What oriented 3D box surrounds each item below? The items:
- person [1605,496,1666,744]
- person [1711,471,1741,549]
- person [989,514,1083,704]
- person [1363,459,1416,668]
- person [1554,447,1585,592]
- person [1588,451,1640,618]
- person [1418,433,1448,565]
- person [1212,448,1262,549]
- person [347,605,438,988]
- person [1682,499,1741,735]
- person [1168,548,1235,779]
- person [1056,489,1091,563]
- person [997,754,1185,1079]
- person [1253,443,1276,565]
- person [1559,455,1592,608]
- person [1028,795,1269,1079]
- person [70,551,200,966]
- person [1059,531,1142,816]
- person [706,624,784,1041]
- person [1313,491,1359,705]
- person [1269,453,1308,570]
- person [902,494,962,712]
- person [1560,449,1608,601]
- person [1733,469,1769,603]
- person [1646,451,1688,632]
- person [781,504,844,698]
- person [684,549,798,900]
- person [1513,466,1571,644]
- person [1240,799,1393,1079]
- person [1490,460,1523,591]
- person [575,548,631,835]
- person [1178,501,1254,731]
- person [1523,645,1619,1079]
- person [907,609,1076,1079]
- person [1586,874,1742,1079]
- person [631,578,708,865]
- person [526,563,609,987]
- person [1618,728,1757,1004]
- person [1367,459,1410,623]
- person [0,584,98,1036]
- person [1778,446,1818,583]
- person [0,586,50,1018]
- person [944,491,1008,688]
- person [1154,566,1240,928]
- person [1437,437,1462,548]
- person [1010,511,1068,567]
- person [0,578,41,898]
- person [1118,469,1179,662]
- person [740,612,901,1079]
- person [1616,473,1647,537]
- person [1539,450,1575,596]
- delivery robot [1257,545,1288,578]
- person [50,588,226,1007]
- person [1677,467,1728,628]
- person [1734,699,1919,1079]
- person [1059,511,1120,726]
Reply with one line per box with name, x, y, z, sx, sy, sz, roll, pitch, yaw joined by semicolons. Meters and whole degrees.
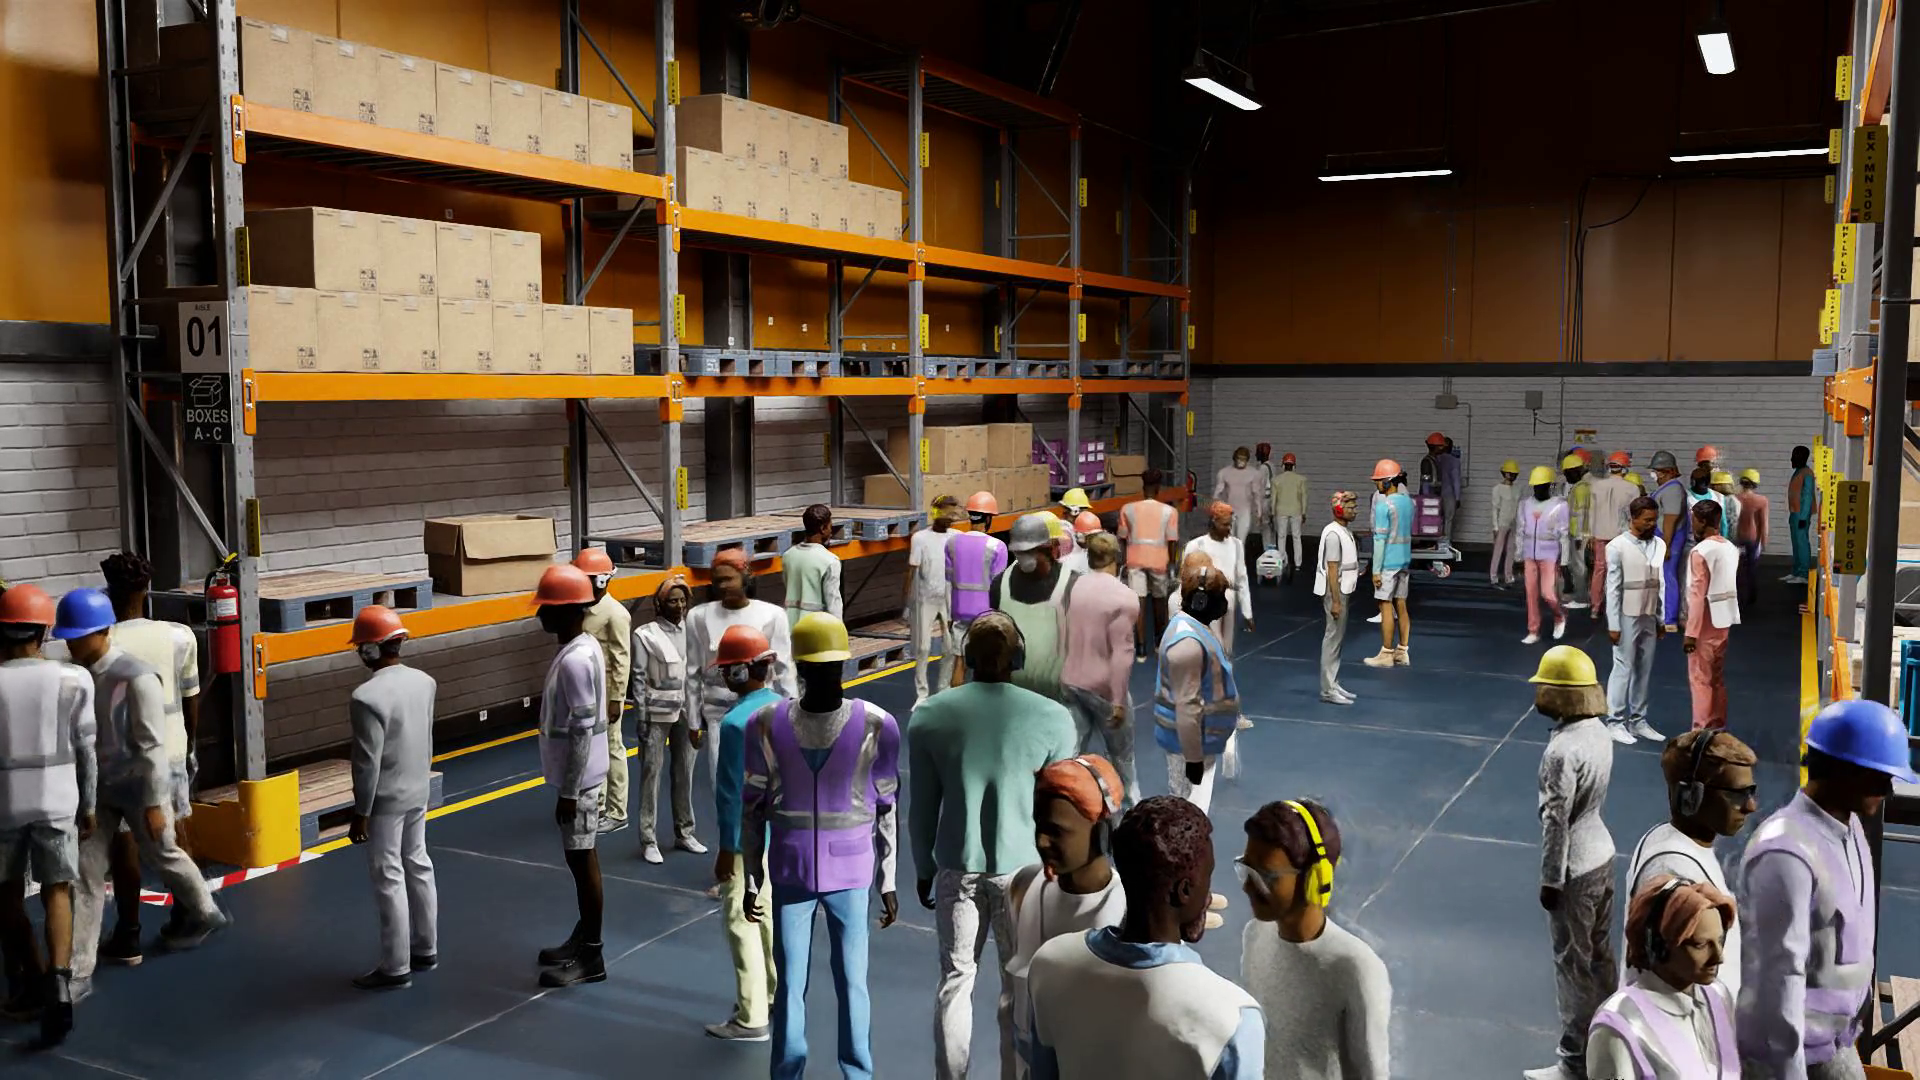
person;5.202;0.610;12.834;0.597;1.909;0.405;-3;6;-28
person;9.111;0.035;19.935;0.314;1.737;0.486;-2;6;-19
person;0.484;0.804;10.026;0.688;2.000;0.768;2;6;20
person;4.180;0.233;16.228;0.404;2.035;0.606;5;7;45
person;8.103;-0.259;21.952;0.388;1.947;0.614;-2;6;-25
person;7.680;-0.048;19.507;0.616;1.986;0.407;5;7;43
person;7.218;-0.620;25.368;0.404;2.036;0.606;3;6;31
person;3.869;-0.355;23.341;0.699;1.869;0.985;2;6;16
person;-2.638;1.168;7.650;0.345;1.746;0.573;1;5;14
person;5.598;0.649;12.419;0.597;1.908;0.401;-5;7;-45
person;1.708;0.869;11.640;0.496;1.615;0.705;-1;5;-9
person;1.003;0.439;15.185;0.403;1.810;0.611;1;5;9
person;0.310;1.444;4.048;0.344;1.877;0.573;-5;7;-41
person;4.684;-0.549;25.495;0.355;1.876;0.573;2;6;23
person;7.615;-0.101;20.498;0.491;1.899;0.661;2;6;17
person;0.389;1.476;3.441;0.379;1.918;0.597;-5;7;-45
person;-3.939;1.032;7.959;0.367;1.967;0.603;4;7;37
person;0.817;0.896;9.838;1.020;1.877;0.653;-5;7;-44
person;-0.900;1.226;7.093;0.354;1.737;0.576;2;6;17
person;3.259;0.493;14.411;0.373;1.843;0.570;2;6;19
person;4.880;-0.421;24.723;0.564;1.753;0.336;0;5;5
person;-0.196;0.537;13.974;0.565;1.848;0.393;-3;6;-25
person;8.047;-0.194;21.230;0.788;1.965;0.647;-1;5;-12
person;9.767;-0.029;20.714;0.535;1.718;0.900;3;6;31
person;7.854;0.004;18.631;0.535;2.000;0.684;2;6;18
person;-1.056;0.701;11.831;0.391;1.912;0.590;-5;7;-44
person;-1.189;0.979;9.073;0.634;1.856;0.637;-1;5;-6
person;6.192;0.163;17.658;0.492;1.910;0.588;-5;7;-41
person;0.844;1.487;3.927;0.988;1.819;0.518;-2;6;-22
person;7.344;-0.195;22.291;0.518;1.757;0.337;-3;6;-27
person;-2.246;0.923;10.258;0.327;1.753;0.563;-5;7;-41
person;2.052;0.584;13.538;0.630;1.836;1.021;-4;6;-35
person;2.404;1.281;6.562;0.365;1.736;0.486;5;7;41
person;0.118;1.221;6.147;0.629;1.931;0.377;1;5;11
person;1.615;1.576;3.847;0.517;1.639;0.313;-4;7;-38
person;-1.677;1.035;9.661;0.512;1.642;0.312;-5;7;-41
person;-1.800;1.072;7.679;0.353;1.941;0.543;-1;5;-12
person;1.945;1.416;4.492;0.339;1.842;0.507;2;6;18
person;4.940;0.015;19.272;0.401;1.901;0.642;4;7;39
person;-3.978;1.146;7.102;0.548;1.910;0.879;-3;6;-29
person;11.677;-0.351;23.105;0.392;1.920;0.592;1;5;10
person;-4.264;1.126;7.232;0.776;1.915;0.618;0;5;-2
person;0.145;0.582;13.069;0.548;1.924;0.387;3;6;26
person;1.216;1.046;8.545;0.429;1.836;0.632;1;5;12
person;7.717;-0.681;26.544;0.354;1.937;0.635;-4;7;-39
person;0.517;0.764;11.116;0.394;1.921;0.583;-2;6;-23
person;-5.169;1.054;8.910;0.484;1.745;0.297;-1;5;-7
person;1.906;0.235;16.867;0.614;1.900;1.027;1;5;7
person;-0.514;1.220;6.129;0.594;1.929;0.352;0;5;2
person;7.853;0.083;19.436;0.487;1.737;0.320;-1;5;-12
person;7.791;-0.218;21.555;0.659;1.941;0.638;1;5;11
delivery robot;4.277;0.310;22.749;0.477;0.478;0.707;2;6;19
person;-3.812;1.115;7.681;0.615;1.870;1.055;1;5;14
person;8.355;0.094;18.807;0.628;1.835;0.430;0;5;-3
person;2.396;1.382;4.572;0.677;1.885;0.914;-5;7;-42
person;1.010;0.649;13.198;0.568;1.755;0.320;-2;6;-25
